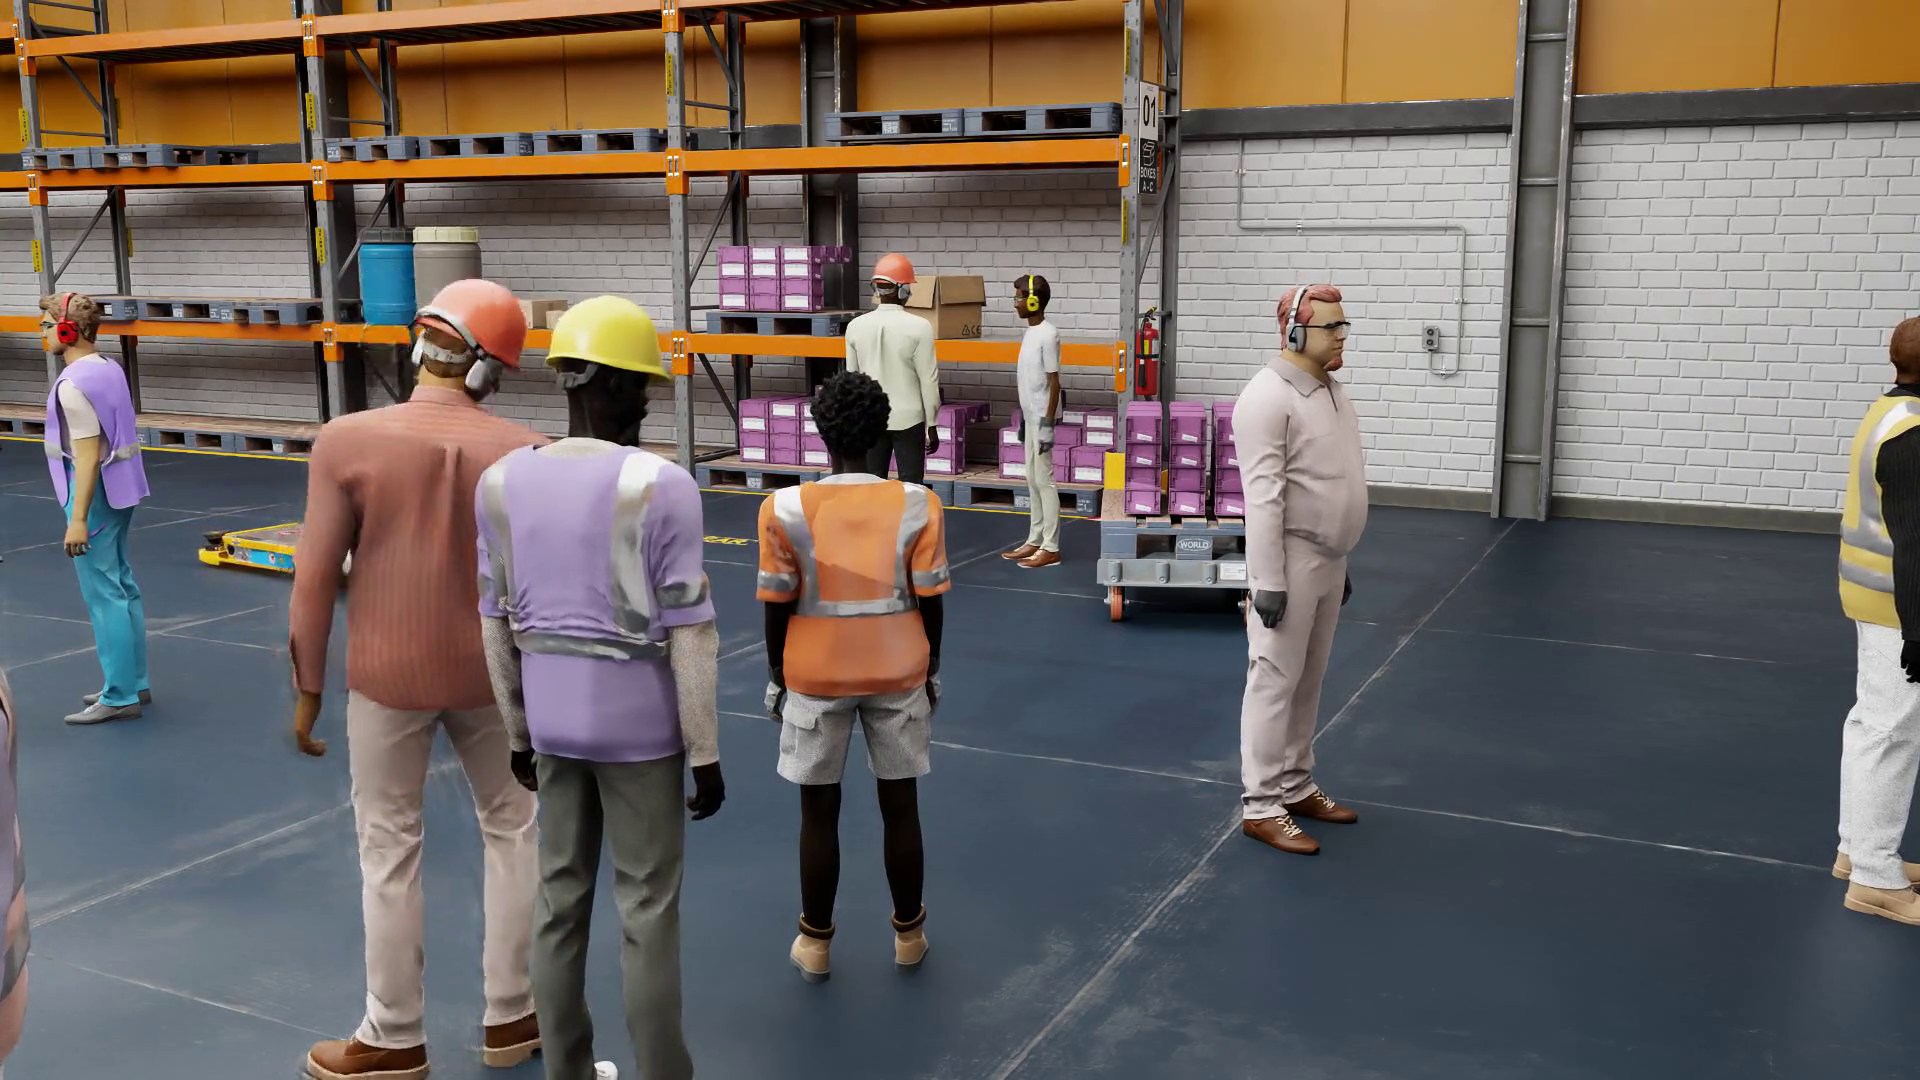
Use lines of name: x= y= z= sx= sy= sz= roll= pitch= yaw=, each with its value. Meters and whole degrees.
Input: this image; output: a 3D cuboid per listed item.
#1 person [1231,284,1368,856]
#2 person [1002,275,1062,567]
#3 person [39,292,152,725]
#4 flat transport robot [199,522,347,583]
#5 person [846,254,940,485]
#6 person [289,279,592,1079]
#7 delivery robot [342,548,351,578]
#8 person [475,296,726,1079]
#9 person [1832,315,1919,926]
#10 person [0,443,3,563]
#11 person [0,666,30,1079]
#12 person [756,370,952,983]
person: x=1.179 y=0.090 z=5.684 sx=0.409 sy=1.909 sz=0.642 roll=7 pitch=12 yaw=33
person: x=0.483 y=-0.753 z=10.639 sx=0.334 sy=1.862 sz=0.521 roll=-2 pitch=10 yaw=-13
person: x=-3.695 y=-0.136 z=7.144 sx=0.374 sy=1.843 sz=0.574 roll=-2 pitch=10 yaw=-13
flat transport robot: x=-4.092 y=0.064 z=10.508 sx=1.431 sy=0.197 sz=0.652 roll=6 pitch=12 yaw=32
person: x=-0.397 y=-0.718 z=10.052 sx=0.612 sy=1.995 sz=0.379 roll=4 pitch=11 yaw=24
person: x=-1.299 y=0.353 z=4.068 sx=0.706 sy=1.947 sz=0.394 roll=-5 pitch=11 yaw=-28
delivery robot: x=-3.434 y=0.028 z=9.637 sx=0.477 sy=0.478 sz=0.707 roll=-8 pitch=13 yaw=-40
person: x=-0.791 y=0.419 z=3.762 sx=0.584 sy=1.918 sz=0.381 roll=4 pitch=11 yaw=22
person: x=2.911 y=0.226 z=5.077 sx=0.429 sy=1.845 sz=0.633 roll=4 pitch=11 yaw=23
person: x=-6.545 y=-0.661 z=10.867 sx=0.779 sy=1.600 sz=0.534 roll=4 pitch=11 yaw=22
person: x=-1.523 y=0.714 z=2.295 sx=0.627 sy=1.844 sz=0.429 roll=8 pitch=13 yaw=39
person: x=-0.290 y=0.383 z=4.596 sx=0.536 sy=1.700 sz=0.318 roll=-2 pitch=10 yaw=-10
